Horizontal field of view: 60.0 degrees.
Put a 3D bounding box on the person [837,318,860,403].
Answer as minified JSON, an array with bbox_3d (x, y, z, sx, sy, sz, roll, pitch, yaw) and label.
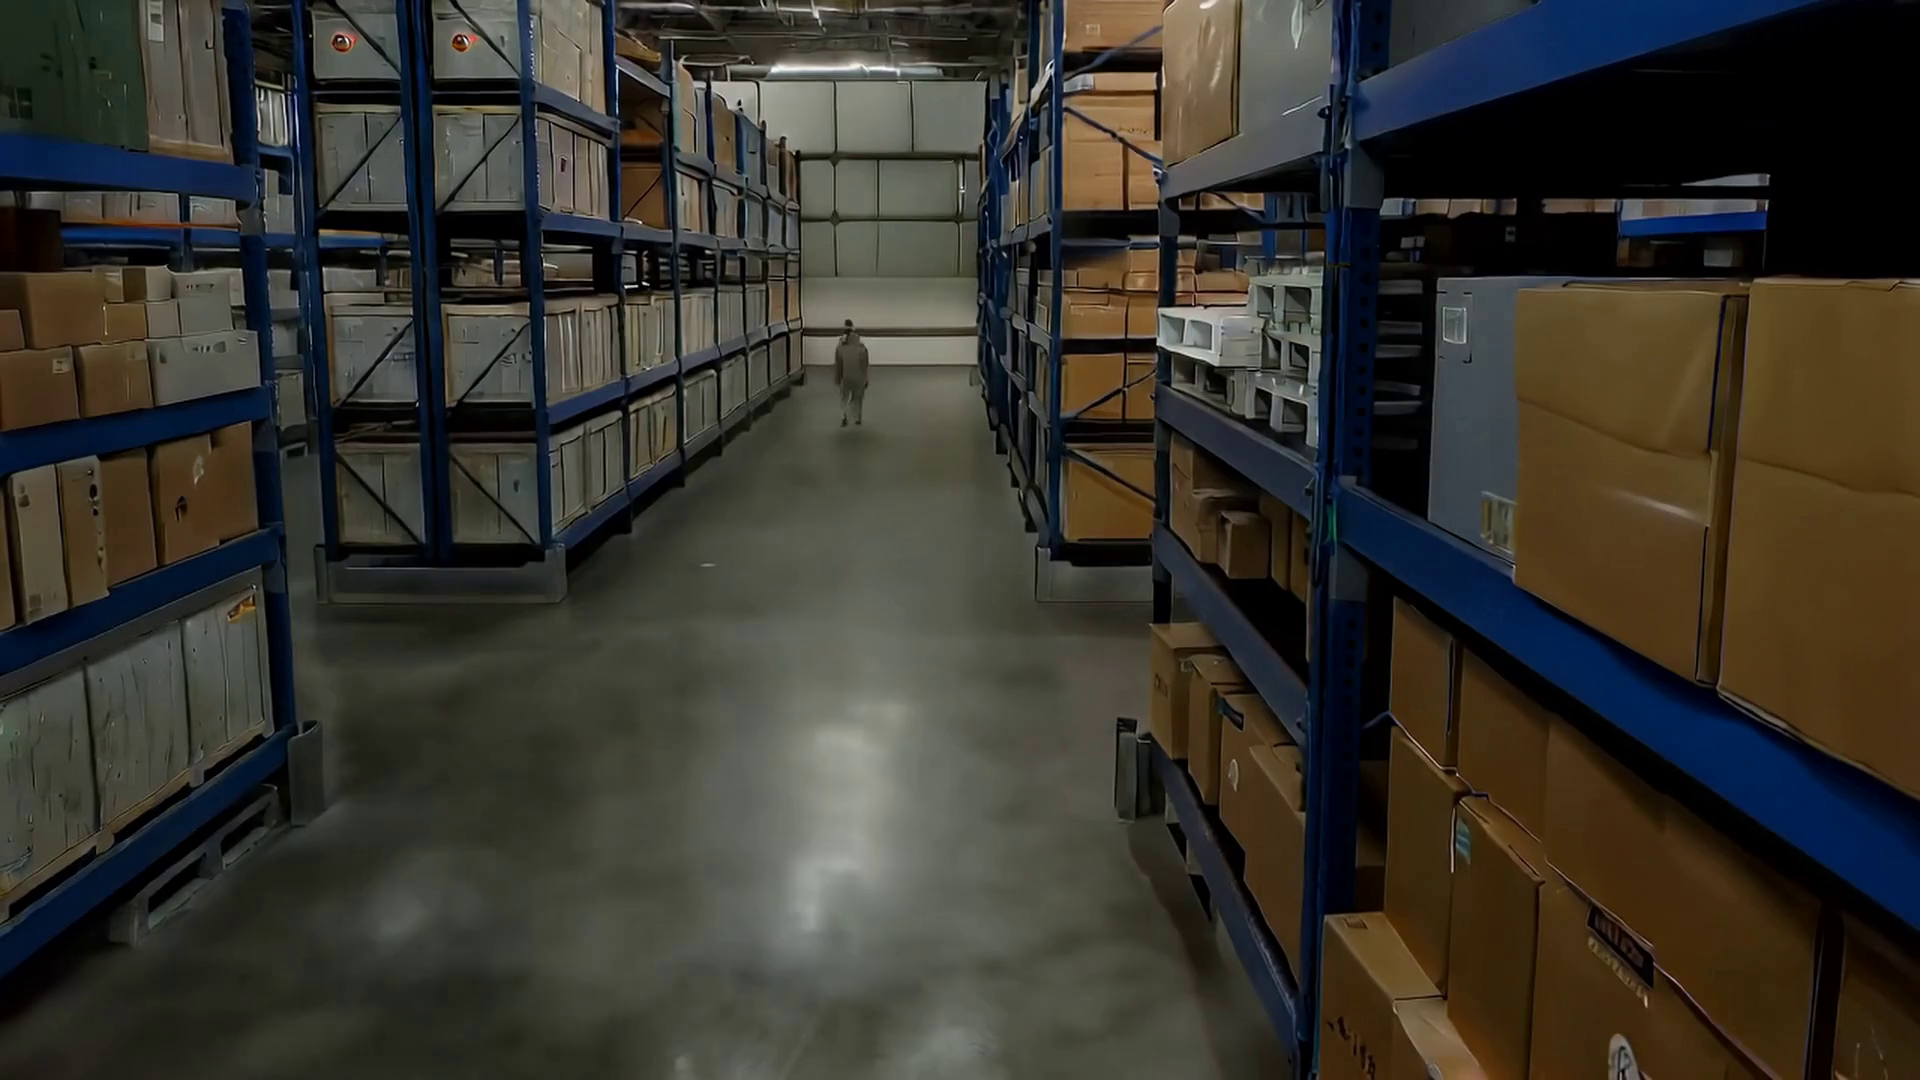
[{"bbox_3d":[-2.515,-4.048,37.601,0.552,1.921,0.474,-1,9,-7],"label":"person"}]

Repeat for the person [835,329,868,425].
[{"bbox_3d":[-2.093,-3.117,32.050,0.645,1.879,0.748,1,9,6],"label":"person"}]

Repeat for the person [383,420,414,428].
[{"bbox_3d":[-6.663,-1.131,20.026,0.561,1.828,0.416,-6,11,-32],"label":"person"}]

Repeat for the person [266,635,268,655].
[{"bbox_3d":[-5.479,0.158,12.108,0.671,1.827,0.632,-1,9,-9],"label":"person"}]
